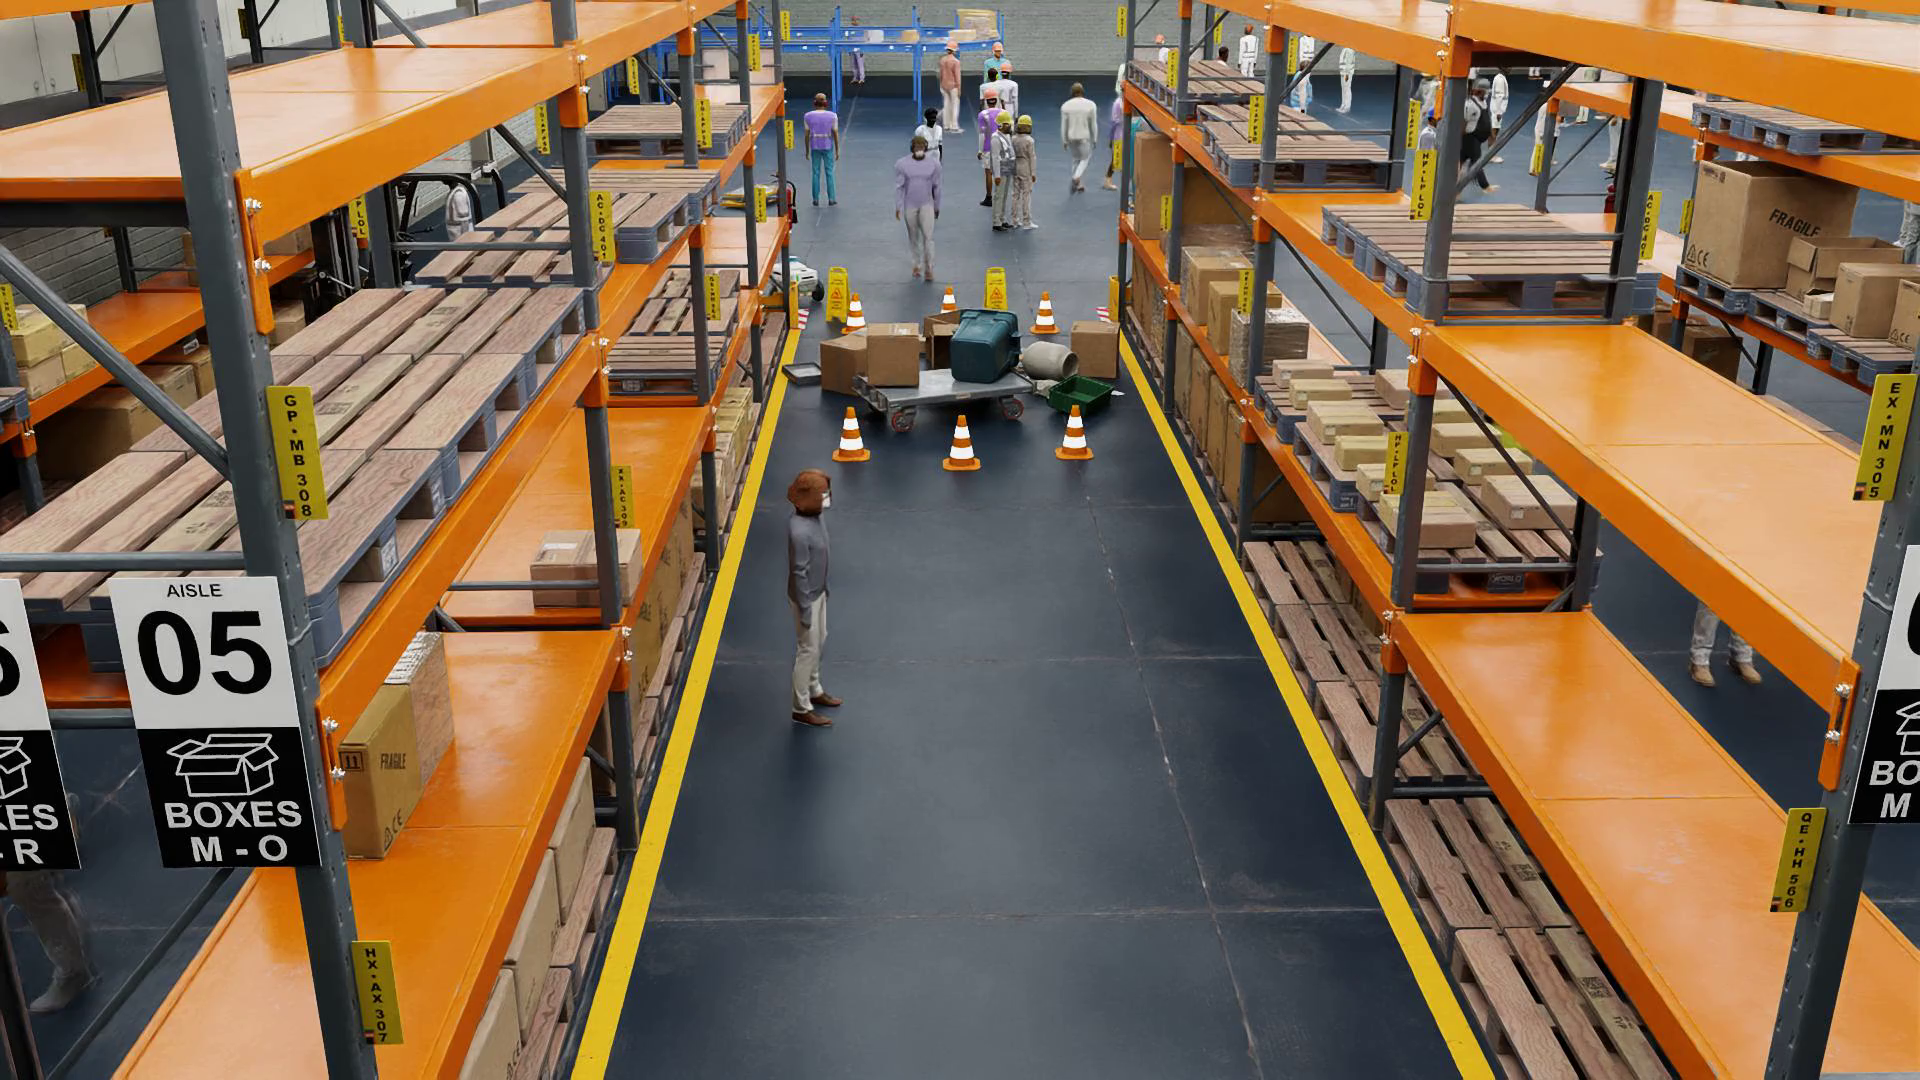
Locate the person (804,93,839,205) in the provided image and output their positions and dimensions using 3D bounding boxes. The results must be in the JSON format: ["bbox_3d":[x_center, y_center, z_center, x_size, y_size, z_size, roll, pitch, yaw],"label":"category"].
[{"bbox_3d":[-2.321,-6.555,27.951,0.571,1.844,0.376,0,21,-1],"label":"person"}]

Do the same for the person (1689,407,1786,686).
[{"bbox_3d":[4.986,0.044,10.514,0.630,1.842,0.429,-3,21,-7],"label":"person"}]

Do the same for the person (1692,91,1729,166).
[{"bbox_3d":[14.691,-8.272,32.433,0.981,1.884,0.638,-11,23,-27],"label":"person"}]

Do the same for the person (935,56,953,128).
[{"bbox_3d":[-0.323,-10.143,37.741,0.481,1.626,0.519,1,21,3],"label":"person"}]

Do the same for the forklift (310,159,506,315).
[{"bbox_3d":[-5.622,-2.910,17.832,2.313,2.155,1.214,-1,21,-1],"label":"forklift"}]

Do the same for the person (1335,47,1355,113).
[{"bbox_3d":[9.467,-11.488,40.869,0.427,1.938,0.604,0,21,-1],"label":"person"}]

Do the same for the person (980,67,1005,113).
[{"bbox_3d":[0.630,-8.242,32.377,0.531,1.870,0.316,3,21,7],"label":"person"}]

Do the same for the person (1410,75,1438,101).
[{"bbox_3d":[11.977,-12.034,42.396,0.610,1.866,0.998,-12,24,-29],"label":"person"}]

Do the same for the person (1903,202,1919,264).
[{"bbox_3d":[12.768,-4.338,21.946,0.380,1.950,0.605,-4,21,-11],"label":"person"}]

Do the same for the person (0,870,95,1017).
[{"bbox_3d":[-4.254,1.314,7.069,0.608,1.909,0.930,8,22,19],"label":"person"}]

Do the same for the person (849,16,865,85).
[{"bbox_3d":[-2.982,-14.021,47.615,0.401,1.899,0.645,-18,27,-39],"label":"person"}]

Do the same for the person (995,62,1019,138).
[{"bbox_3d":[0.890,-8.373,32.647,0.558,1.928,0.401,7,22,17],"label":"person"}]

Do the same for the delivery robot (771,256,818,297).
[{"bbox_3d":[-2.123,-3.375,21.210,0.477,0.478,0.707,-15,25,-34],"label":"delivery robot"}]

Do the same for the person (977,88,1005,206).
[{"bbox_3d":[0.534,-6.582,27.902,0.544,1.933,0.376,-10,23,-24],"label":"person"}]

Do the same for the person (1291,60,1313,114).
[{"bbox_3d":[7.052,-8.976,34.376,0.430,1.833,0.624,1,21,2],"label":"person"}]

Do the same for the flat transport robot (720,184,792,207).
[{"bbox_3d":[-3.470,-5.862,28.311,0.652,0.197,1.431,7,22,19],"label":"flat transport robot"}]

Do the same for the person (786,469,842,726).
[{"bbox_3d":[-0.898,0.340,10.037,0.278,1.621,0.511,3,21,8],"label":"person"}]

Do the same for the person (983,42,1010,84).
[{"bbox_3d":[0.818,-9.949,36.710,0.614,1.997,0.374,-4,21,-12],"label":"person"}]

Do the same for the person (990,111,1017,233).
[{"bbox_3d":[0.669,-5.688,25.676,0.404,1.830,0.602,7,22,17],"label":"person"}]

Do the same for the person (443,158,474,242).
[{"bbox_3d":[-6.062,-3.640,20.118,0.368,1.939,0.542,-8,22,-21],"label":"person"}]

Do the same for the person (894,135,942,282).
[{"bbox_3d":[-0.563,-4.417,22.220,0.639,1.904,0.892,1,21,2],"label":"person"}]

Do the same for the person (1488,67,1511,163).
[{"bbox_3d":[10.618,-8.466,32.728,0.374,2.044,0.605,5,21,14],"label":"person"}]

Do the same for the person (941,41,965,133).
[{"bbox_3d":[-0.167,-10.114,37.175,0.432,1.987,0.644,-17,27,-38],"label":"person"}]

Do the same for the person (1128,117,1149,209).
[{"bbox_3d":[2.949,-6.446,27.684,0.341,1.838,0.501,-10,23,-25],"label":"person"}]

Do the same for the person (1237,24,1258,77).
[{"bbox_3d":[7.639,-12.728,44.213,0.582,1.884,0.351,-11,23,-27],"label":"person"}]

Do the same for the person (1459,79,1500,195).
[{"bbox_3d":[9.037,-7.106,29.137,1.076,2.000,0.690,13,24,30],"label":"person"}]

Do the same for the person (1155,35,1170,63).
[{"bbox_3d":[5.068,-11.985,42.430,0.563,1.752,0.327,12,24,28],"label":"person"}]

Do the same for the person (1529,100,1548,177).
[{"bbox_3d":[10.892,-7.626,31.094,0.287,1.625,0.497,9,22,22],"label":"person"}]

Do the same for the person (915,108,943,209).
[{"bbox_3d":[-0.505,-6.280,27.456,0.534,1.686,0.335,-14,25,-32],"label":"person"}]

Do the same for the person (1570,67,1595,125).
[{"bbox_3d":[14.512,-10.488,38.657,0.507,1.623,0.295,-15,26,-35],"label":"person"}]

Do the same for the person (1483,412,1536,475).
[{"bbox_3d":[4.271,-0.757,12.847,0.560,1.680,0.375,0,21,-1],"label":"person"}]

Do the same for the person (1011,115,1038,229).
[{"bbox_3d":[0.996,-5.735,25.933,0.485,1.739,0.306,17,27,38],"label":"person"}]

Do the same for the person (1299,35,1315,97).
[{"bbox_3d":[9.204,-12.694,44.128,0.355,1.882,0.576,19,28,41],"label":"person"}]

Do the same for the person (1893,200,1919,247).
[{"bbox_3d":[14.135,-5.188,24.494,0.486,1.736,0.320,1,21,2],"label":"person"}]

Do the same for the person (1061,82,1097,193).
[{"bbox_3d":[2.049,-6.974,28.964,0.658,1.916,0.696,7,22,17],"label":"person"}]
